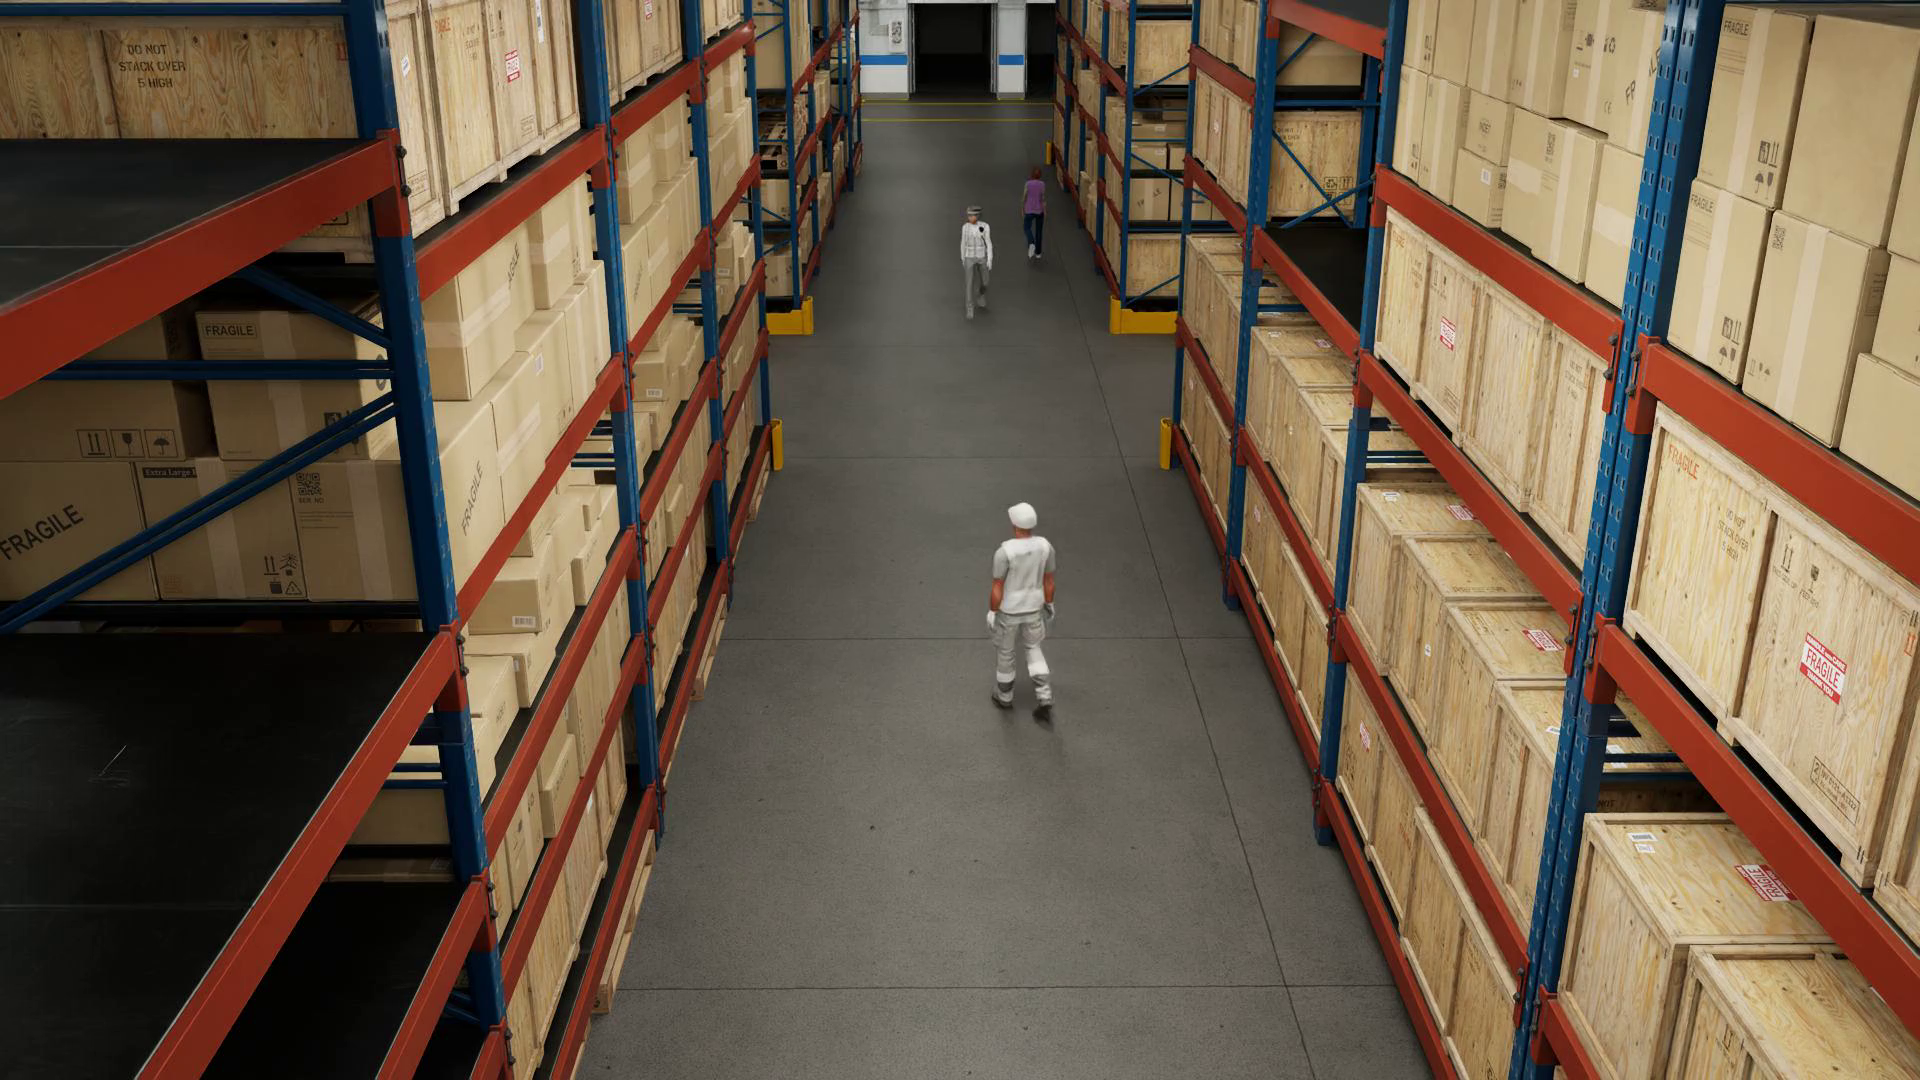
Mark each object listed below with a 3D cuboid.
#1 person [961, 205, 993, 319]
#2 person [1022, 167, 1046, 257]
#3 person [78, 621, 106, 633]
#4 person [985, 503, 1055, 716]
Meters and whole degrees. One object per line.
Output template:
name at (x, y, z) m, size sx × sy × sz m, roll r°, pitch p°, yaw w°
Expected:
person at (0.253, -4.301, 25.572) m, size 0.499 × 1.669 × 0.753 m, roll 1°, pitch 22°, yaw 2°
person at (1.308, -5.744, 29.281) m, size 0.456 × 1.595 × 0.549 m, roll -2°, pitch 22°, yaw -6°
person at (-6.639, 0.675, 12.820) m, size 0.563 × 1.721 × 0.436 m, roll 12°, pitch 25°, yaw 28°
person at (0.466, 0.537, 13.117) m, size 0.565 × 1.795 × 0.695 m, roll -8°, pitch 23°, yaw -20°
